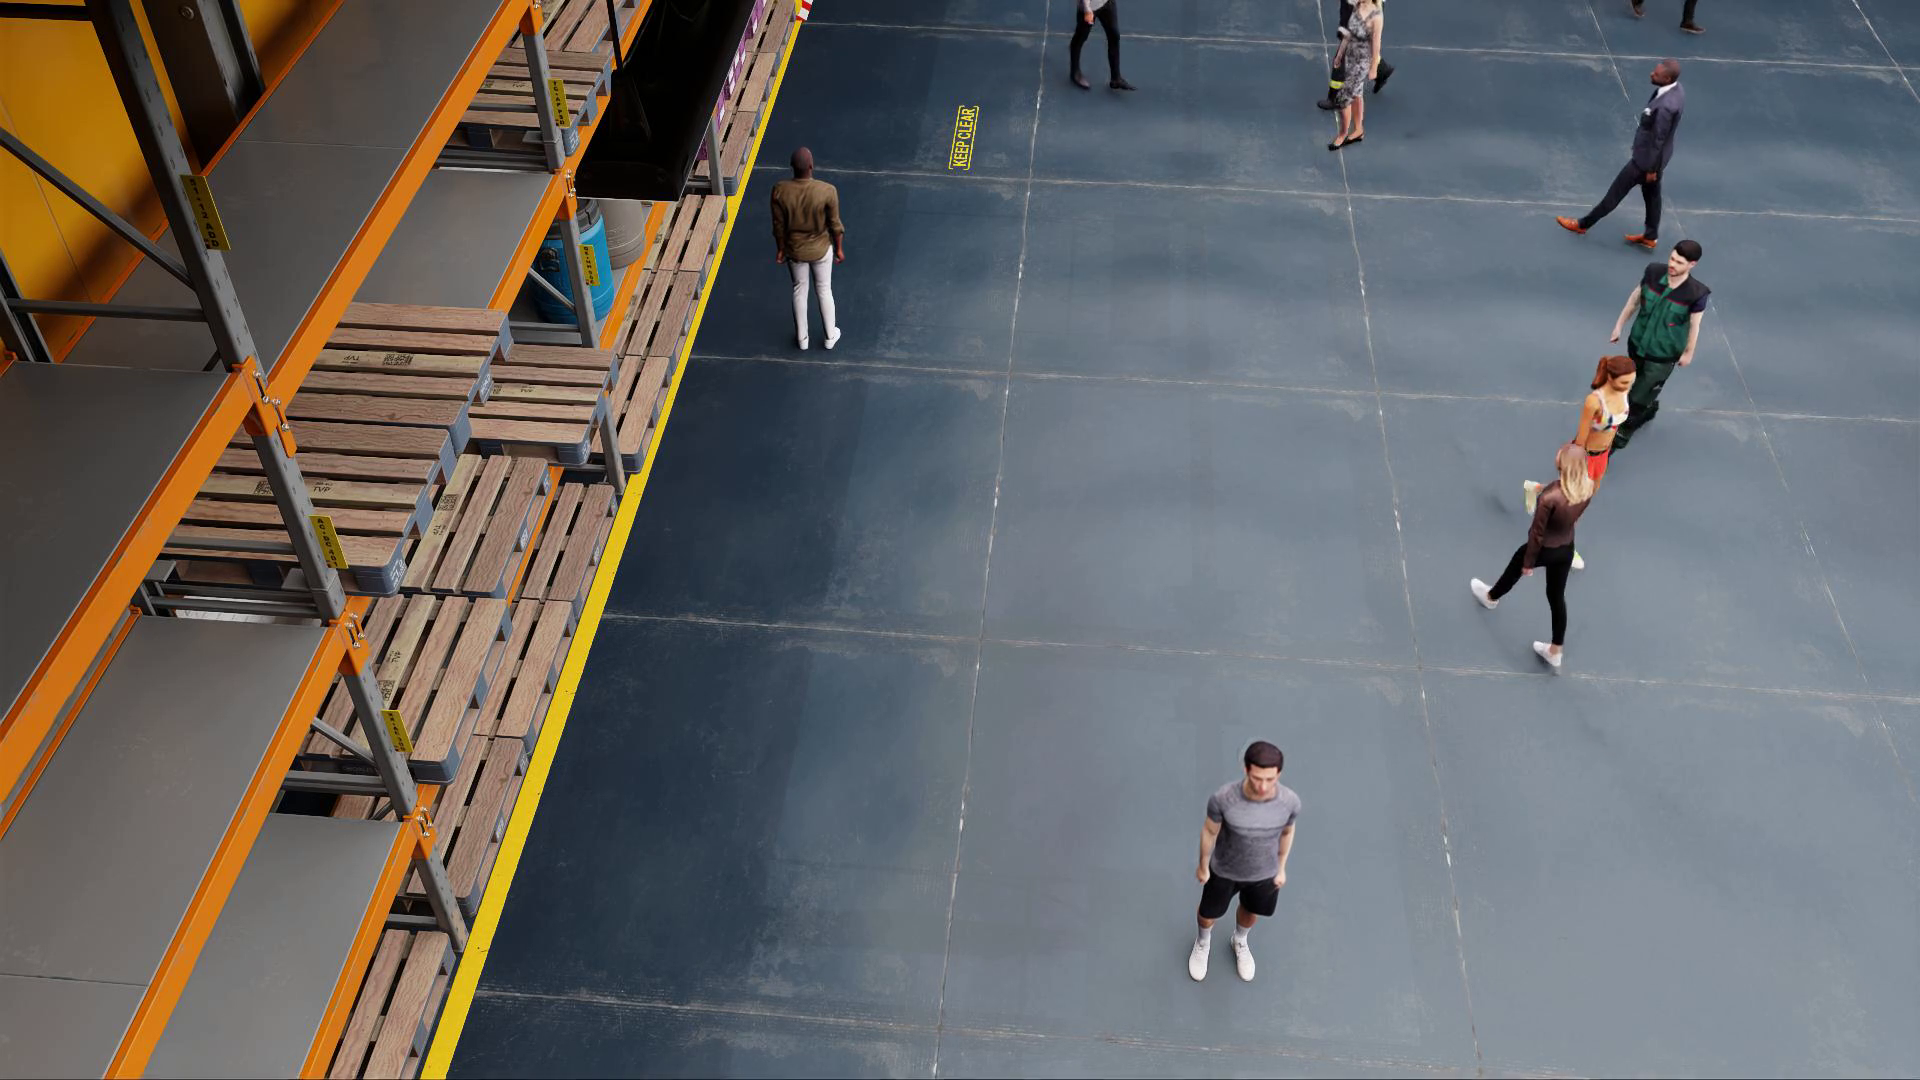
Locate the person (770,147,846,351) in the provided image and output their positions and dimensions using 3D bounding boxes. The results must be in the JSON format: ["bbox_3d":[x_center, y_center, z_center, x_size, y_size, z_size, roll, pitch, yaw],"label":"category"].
[{"bbox_3d":[-1.217,-2.329,13.367,0.740,1.825,0.574,1,44,1],"label":"person"}]

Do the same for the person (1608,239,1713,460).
[{"bbox_3d":[5.238,-1.463,12.440,1.288,1.851,1.262,-27,50,-26],"label":"person"}]

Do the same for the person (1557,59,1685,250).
[{"bbox_3d":[6.053,-3.281,14.398,1.082,1.782,1.178,21,48,21],"label":"person"}]

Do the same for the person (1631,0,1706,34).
[{"bbox_3d":[7.637,-6.251,17.530,1.128,1.763,1.131,33,53,30],"label":"person"}]

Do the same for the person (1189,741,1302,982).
[{"bbox_3d":[1.549,1.735,9.068,0.651,1.871,0.555,2,44,2],"label":"person"}]

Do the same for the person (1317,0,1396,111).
[{"bbox_3d":[3.995,-5.141,16.229,1.005,1.949,1.073,-7,44,-8],"label":"person"}]

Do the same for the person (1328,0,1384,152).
[{"bbox_3d":[3.864,-4.520,15.771,0.761,1.682,0.706,-13,45,-14],"label":"person"}]

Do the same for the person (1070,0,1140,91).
[{"bbox_3d":[1.279,-5.408,16.549,1.106,1.895,1.172,-28,50,-26],"label":"person"}]

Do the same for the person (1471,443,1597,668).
[{"bbox_3d":[3.911,0.127,10.912,0.985,1.656,1.212,-17,46,-17],"label":"person"}]

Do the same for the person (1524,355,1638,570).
[{"bbox_3d":[4.314,-0.619,11.616,0.911,1.766,1.027,-23,48,-22],"label":"person"}]
